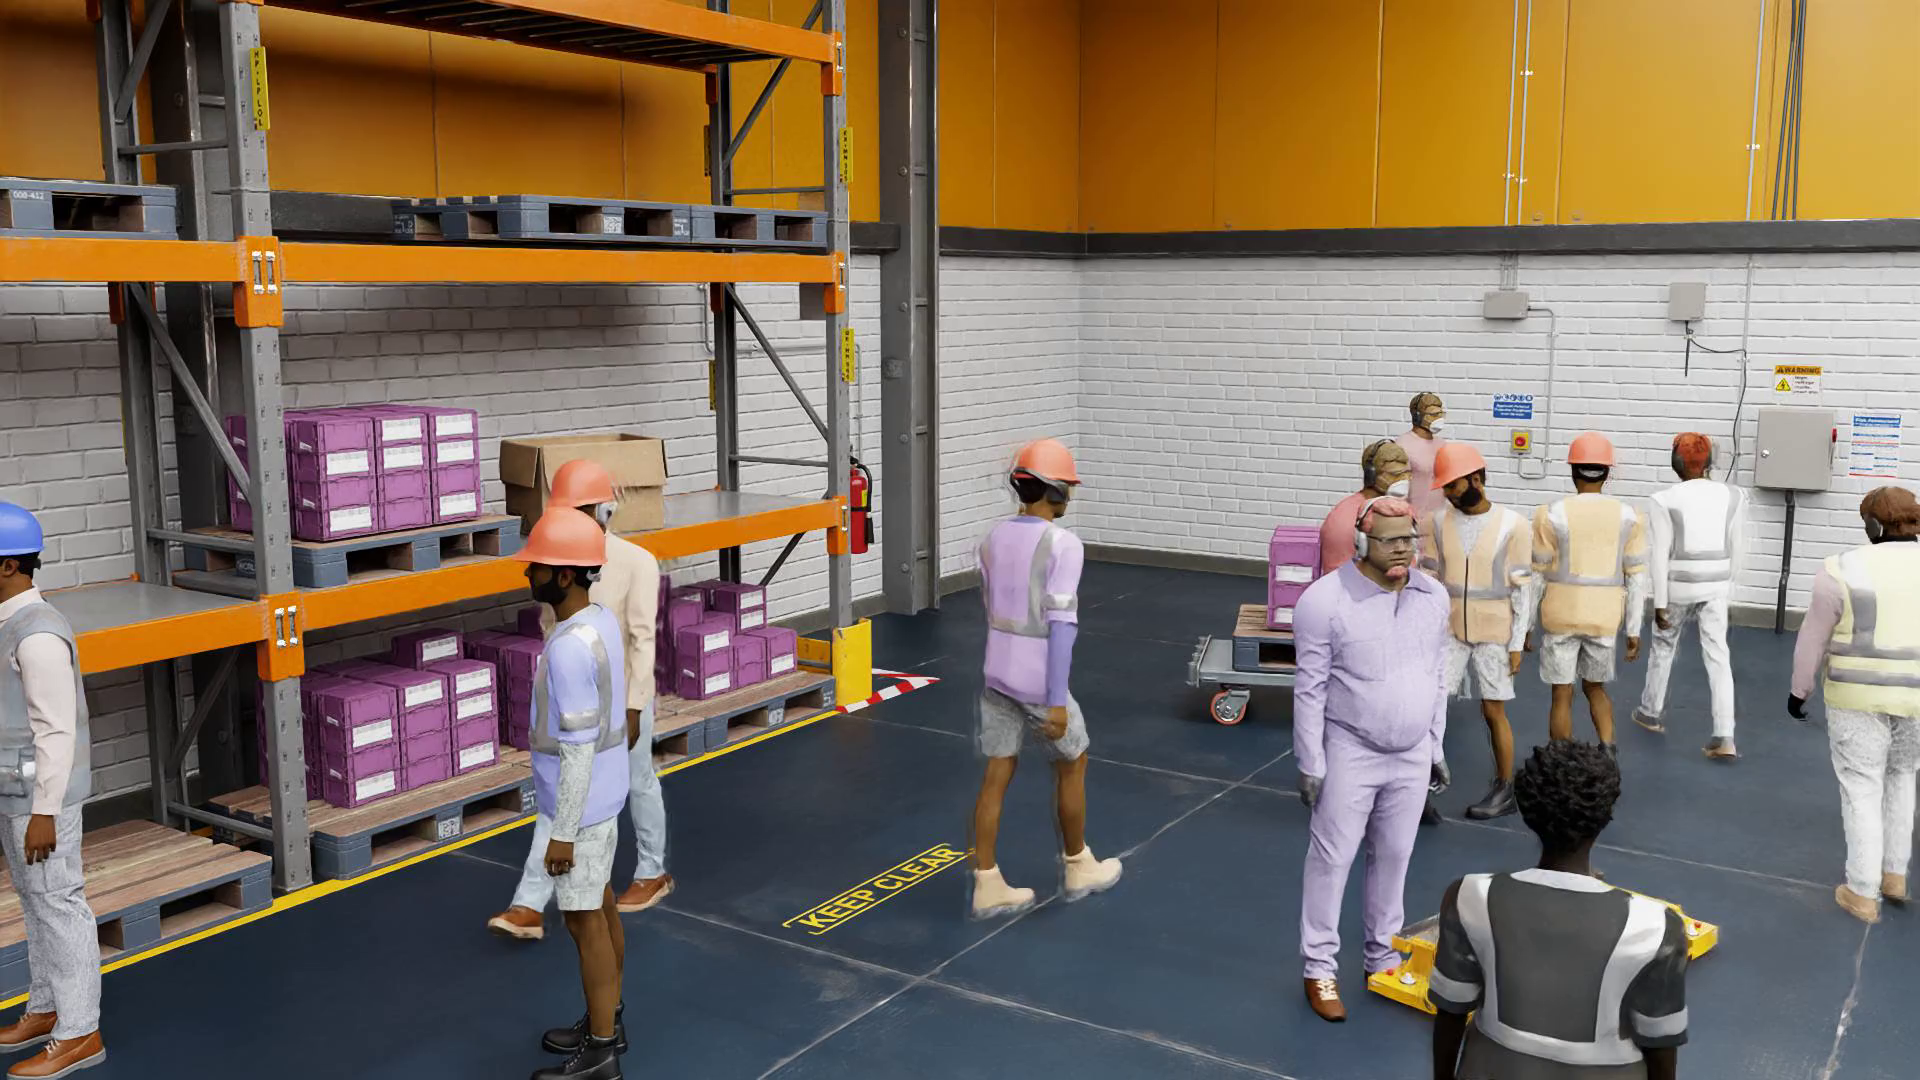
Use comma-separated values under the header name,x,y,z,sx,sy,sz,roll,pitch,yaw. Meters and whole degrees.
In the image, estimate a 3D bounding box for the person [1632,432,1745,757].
name,x,y,z,sx,sy,sz,roll,pitch,yaw
person,4.208,0.295,9.537,0.572,1.831,1.024,0,9,2

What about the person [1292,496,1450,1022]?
name,x,y,z,sx,sy,sz,roll,pitch,yaw
person,1.518,0.784,6.055,0.644,1.907,0.400,-3,9,-20

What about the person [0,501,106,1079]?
name,x,y,z,sx,sy,sz,roll,pitch,yaw
person,-3.127,0.835,5.588,0.389,1.949,0.604,-7,11,-39

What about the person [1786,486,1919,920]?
name,x,y,z,sx,sy,sz,roll,pitch,yaw
person,3.883,0.671,7.090,0.628,1.812,0.616,1,9,5

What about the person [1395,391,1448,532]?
name,x,y,z,sx,sy,sz,roll,pitch,yaw
person,3.124,-0.041,11.313,0.636,1.939,0.363,-8,12,-44

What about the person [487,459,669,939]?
name,x,y,z,sx,sy,sz,roll,pitch,yaw
person,-1.523,0.655,6.769,0.615,1.947,0.995,3,9,20

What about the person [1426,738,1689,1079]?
name,x,y,z,sx,sy,sz,roll,pitch,yaw
person,1.288,1.266,3.627,0.532,1.689,0.321,6,10,33

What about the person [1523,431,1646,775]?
name,x,y,z,sx,sy,sz,roll,pitch,yaw
person,3.172,0.408,8.486,0.557,1.919,0.497,1,9,5

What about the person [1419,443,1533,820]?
name,x,y,z,sx,sy,sz,roll,pitch,yaw
person,2.485,0.468,8.179,0.571,1.893,0.571,7,11,37

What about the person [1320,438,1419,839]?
name,x,y,z,sx,sy,sz,roll,pitch,yaw
person,1.987,0.470,8.034,0.628,1.931,0.383,-7,11,-36

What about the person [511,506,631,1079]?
name,x,y,z,sx,sy,sz,roll,pitch,yaw
person,-1.273,0.852,5.499,0.351,1.942,0.545,-1,9,-4

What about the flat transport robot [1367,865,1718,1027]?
name,x,y,z,sx,sy,sz,roll,pitch,yaw
flat transport robot,2.256,1.550,6.369,1.431,0.197,0.652,-8,12,-41

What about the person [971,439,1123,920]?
name,x,y,z,sx,sy,sz,roll,pitch,yaw
person,0.375,0.577,7.084,0.901,2.000,0.633,-7,11,-40
